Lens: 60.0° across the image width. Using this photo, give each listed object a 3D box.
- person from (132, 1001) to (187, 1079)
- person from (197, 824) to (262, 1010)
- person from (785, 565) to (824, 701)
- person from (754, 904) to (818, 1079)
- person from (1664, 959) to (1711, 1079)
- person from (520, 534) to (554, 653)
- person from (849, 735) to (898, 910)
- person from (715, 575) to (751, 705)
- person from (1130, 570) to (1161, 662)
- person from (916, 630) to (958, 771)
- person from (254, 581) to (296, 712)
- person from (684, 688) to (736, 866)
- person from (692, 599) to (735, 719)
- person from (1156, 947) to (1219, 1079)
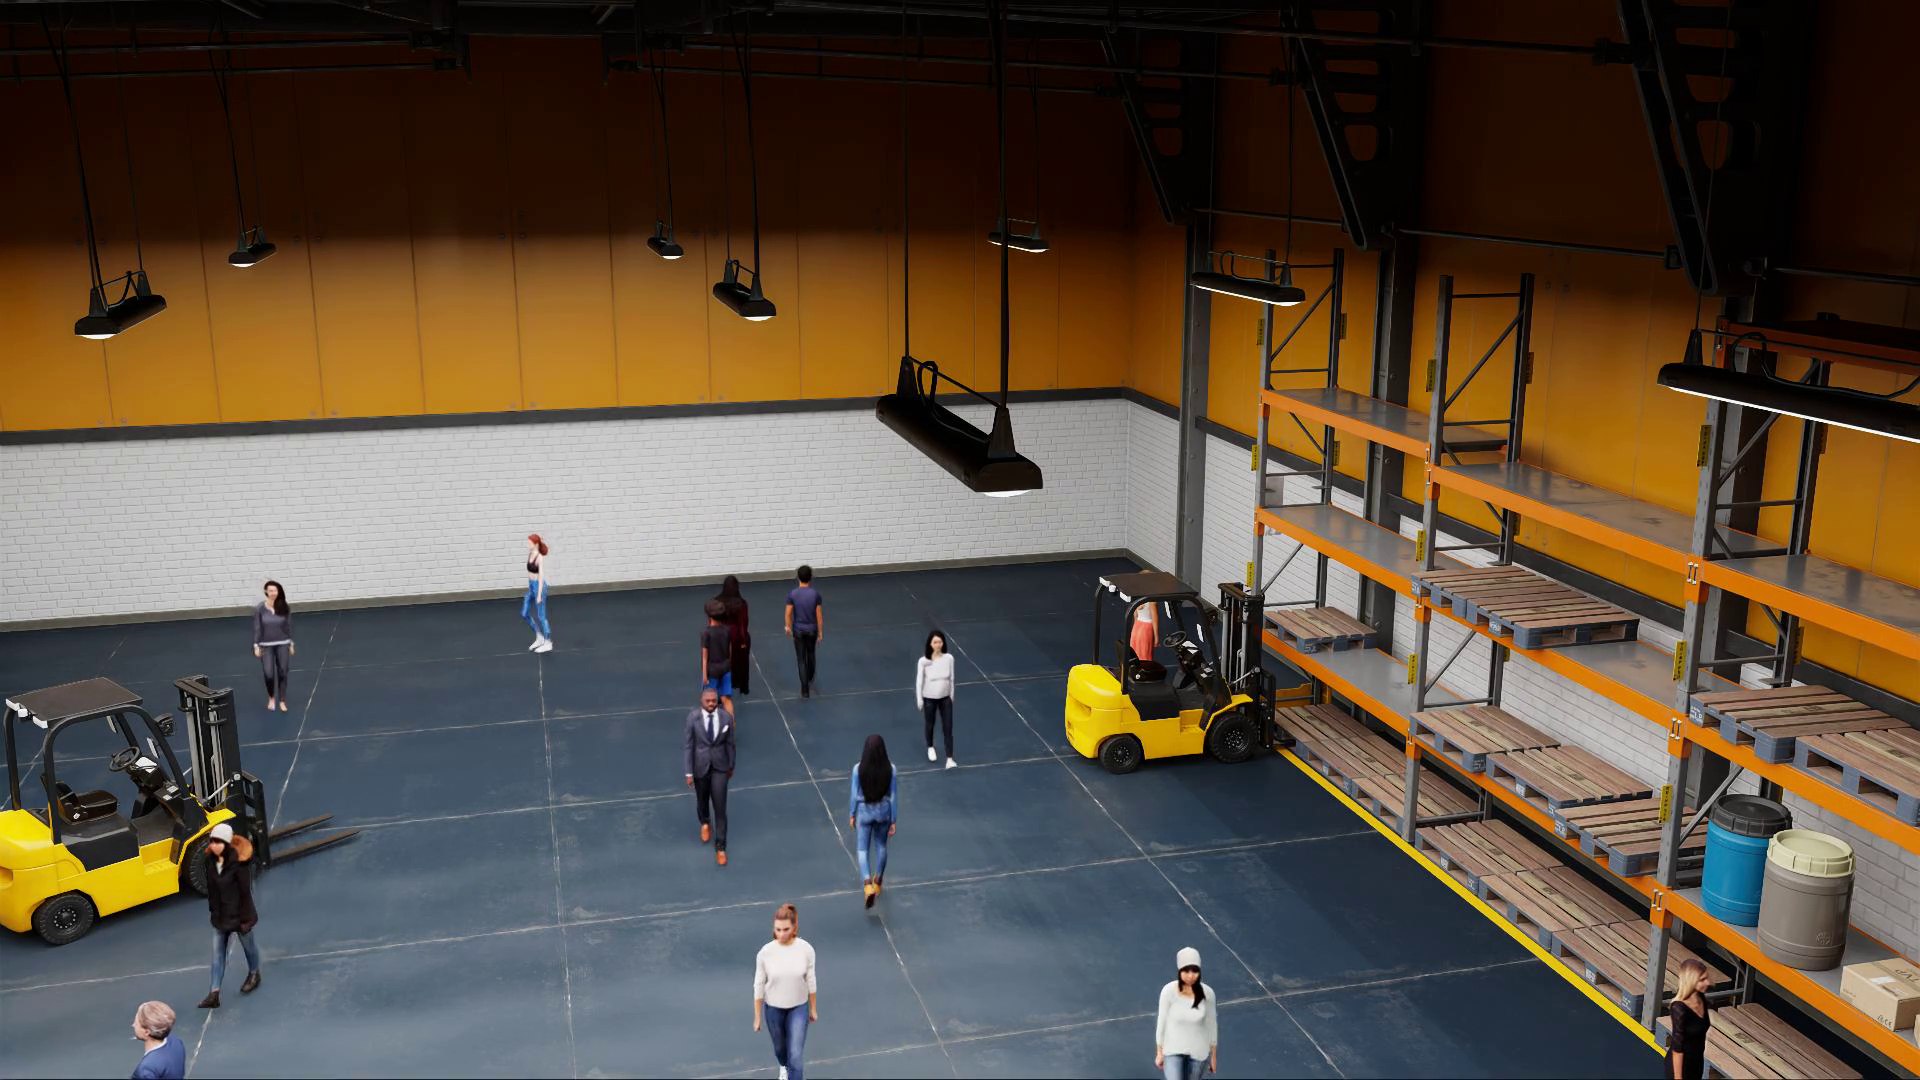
[{"bbox_3d":[-5.255,3.906,11.000,0.758,1.872,0.548,-1,14,-4],"label":"person"},{"bbox_3d":[-6.276,3.211,14.454,0.886,1.597,1.091,2,14,9],"label":"person"},{"bbox_3d":[-2.071,1.261,22.182,0.644,1.750,1.047,-3,14,-13],"label":"person"},{"bbox_3d":[-1.329,3.583,12.743,0.807,1.679,1.207,0,14,-2],"label":"person"},{"bbox_3d":[5.187,3.782,11.926,0.614,1.677,0.611,13,19,43],"label":"person"},{"bbox_3d":[-6.063,0.768,24.174,0.767,1.771,0.702,-11,18,-39],"label":"person"},{"bbox_3d":[-0.838,2.750,16.146,0.741,1.696,1.050,-1,14,-5],"label":"person"},{"bbox_3d":[-3.051,1.340,21.900,0.930,1.730,1.083,3,14,11],"label":"person"},{"bbox_3d":[2.431,1.271,22.027,0.738,1.803,0.598,-8,16,-29],"label":"person"},{"bbox_3d":[-0.301,1.876,19.835,0.635,1.660,1.022,-4,14,-15],"label":"person"},{"bbox_3d":[-8.978,1.368,21.725,0.720,1.758,0.708,-9,16,-32],"label":"person"},{"bbox_3d":[-2.633,2.396,17.404,0.755,1.792,1.213,-2,14,-10],"label":"person"},{"bbox_3d":[-2.957,1.649,20.587,0.901,1.748,1.199,-9,17,-34],"label":"person"},{"bbox_3d":[1.645,3.728,12.230,0.661,1.638,0.719,-1,14,-2],"label":"person"}]
